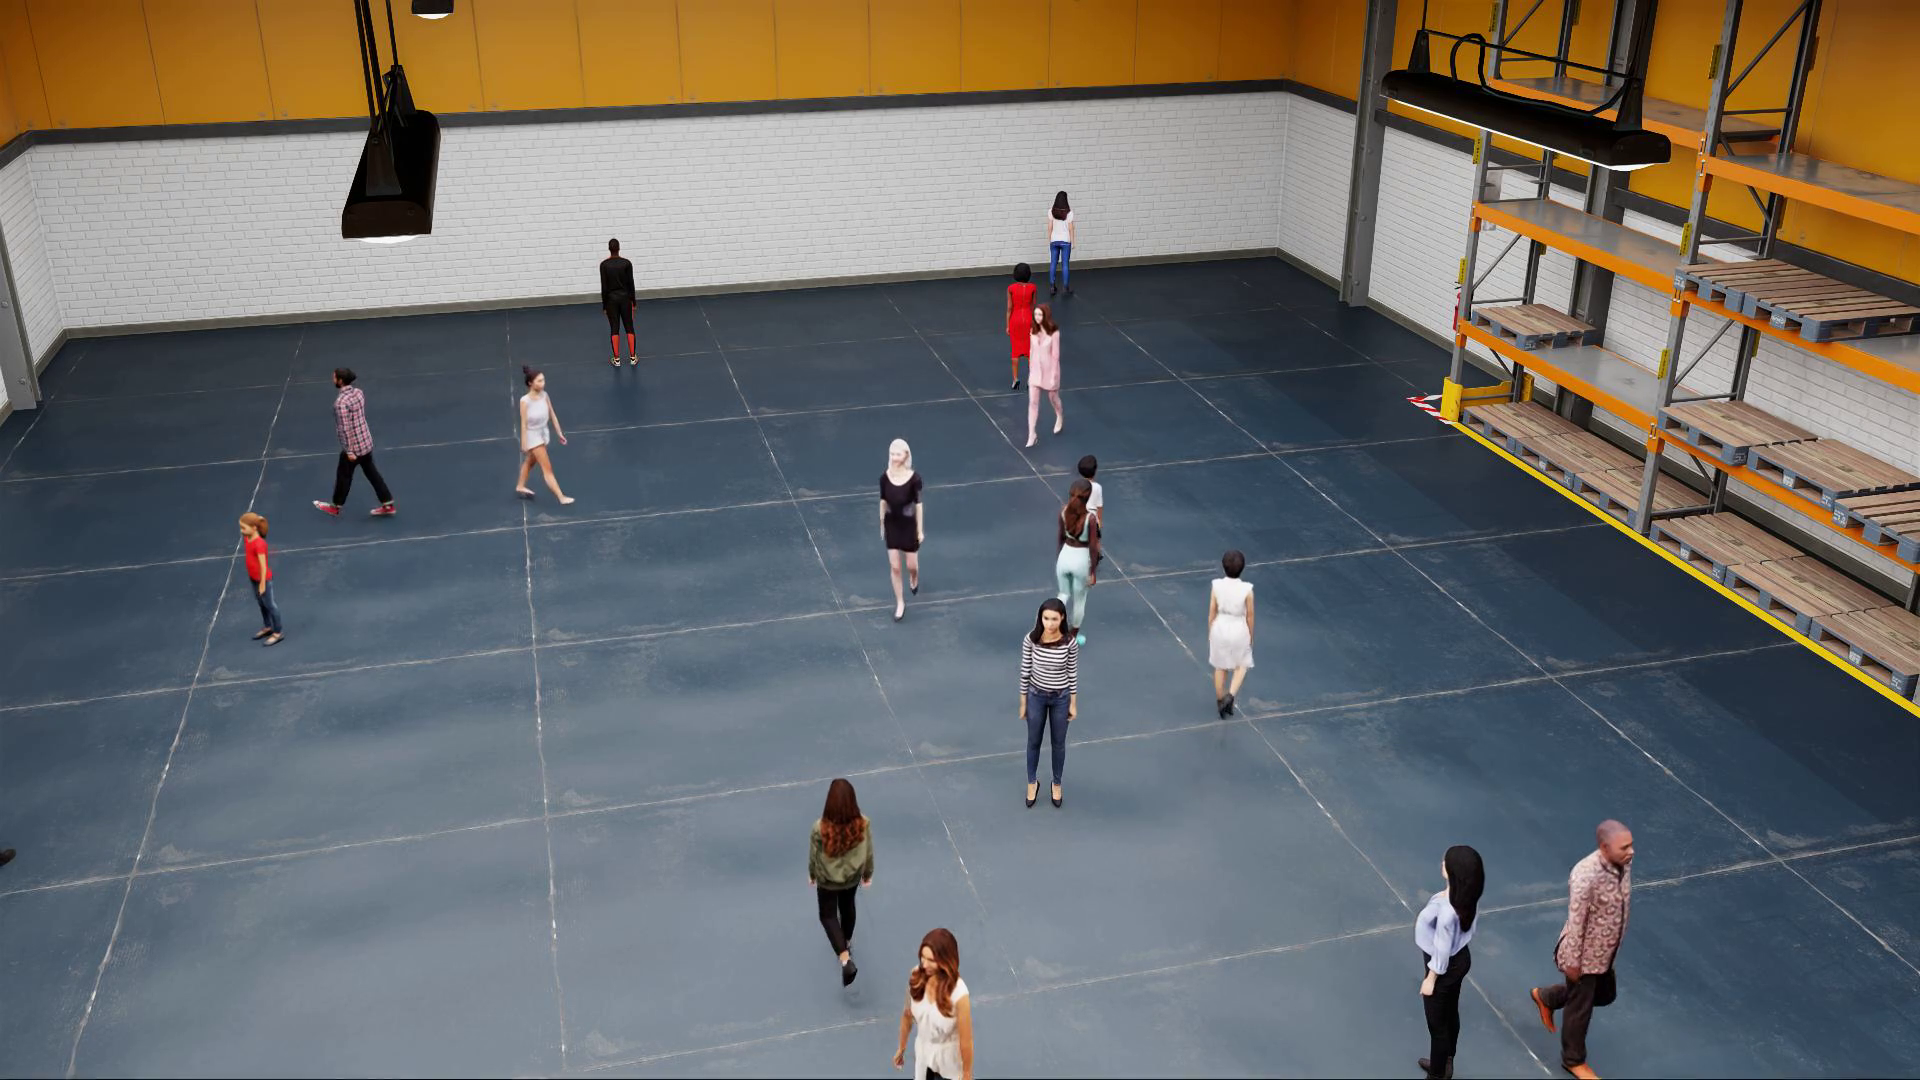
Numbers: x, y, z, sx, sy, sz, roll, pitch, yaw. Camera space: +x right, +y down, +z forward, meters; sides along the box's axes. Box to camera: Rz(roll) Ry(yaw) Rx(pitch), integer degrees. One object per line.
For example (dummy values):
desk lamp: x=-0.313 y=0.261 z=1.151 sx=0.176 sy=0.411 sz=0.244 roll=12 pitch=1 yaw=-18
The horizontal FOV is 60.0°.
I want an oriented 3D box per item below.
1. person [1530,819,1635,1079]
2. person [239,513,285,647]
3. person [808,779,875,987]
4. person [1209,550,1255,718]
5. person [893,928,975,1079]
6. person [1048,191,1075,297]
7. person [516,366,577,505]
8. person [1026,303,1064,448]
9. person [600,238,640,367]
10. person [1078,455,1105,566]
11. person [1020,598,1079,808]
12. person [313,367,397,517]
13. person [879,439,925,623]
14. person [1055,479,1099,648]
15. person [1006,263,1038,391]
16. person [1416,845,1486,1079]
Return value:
person: x=3.789 y=2.457 z=10.181 sx=0.886 sy=1.788 sz=1.026 roll=-16 pitch=28 yaw=-33
person: x=-6.548 y=0.342 z=15.617 sx=0.644 sy=1.310 sz=0.562 roll=-21 pitch=31 yaw=-39
person: x=-0.784 y=2.271 z=11.019 sx=0.656 sy=1.459 sz=0.911 roll=-9 pitch=25 yaw=-20
person: x=2.296 y=0.846 z=14.175 sx=0.759 sy=1.541 sz=0.836 roll=9 pitch=25 yaw=21
person: x=-0.044 y=2.865 z=9.264 sx=0.757 sy=1.776 sz=0.650 roll=-19 pitch=30 yaw=-37
person: x=1.629 y=-4.792 z=26.893 sx=0.678 sy=1.685 sz=0.722 roll=11 pitch=26 yaw=24
person: x=-4.834 y=-1.164 z=18.734 sx=1.086 sy=1.574 sz=1.086 roll=10 pitch=26 yaw=22
person: x=1.111 y=-2.065 z=20.565 sx=1.068 sy=1.757 sz=1.166 roll=11 pitch=26 yaw=24
person: x=-4.820 y=-3.368 z=23.483 sx=0.630 sy=1.808 sz=0.520 roll=-7 pitch=25 yaw=-15
person: x=1.284 y=-0.230 z=17.012 sx=0.713 sy=1.241 sz=0.801 roll=9 pitch=25 yaw=20
person: x=0.691 y=1.261 z=12.908 sx=0.647 sy=1.796 sz=0.607 roll=2 pitch=24 yaw=5
person: x=-6.565 y=-1.041 z=18.260 sx=1.057 sy=1.728 sz=1.160 roll=3 pitch=24 yaw=7
person: x=-0.545 y=-0.120 z=16.040 sx=0.772 sy=1.817 sz=0.895 roll=4 pitch=24 yaw=10
person: x=1.011 y=0.268 z=15.282 sx=0.843 sy=1.715 sz=0.896 roll=14 pitch=27 yaw=30
person: x=0.833 y=-2.889 z=22.468 sx=0.588 sy=1.743 sz=0.534 roll=-4 pitch=24 yaw=-9
person: x=2.915 y=2.577 z=9.962 sx=0.771 sy=1.744 sz=0.727 roll=15 pitch=28 yaw=31
